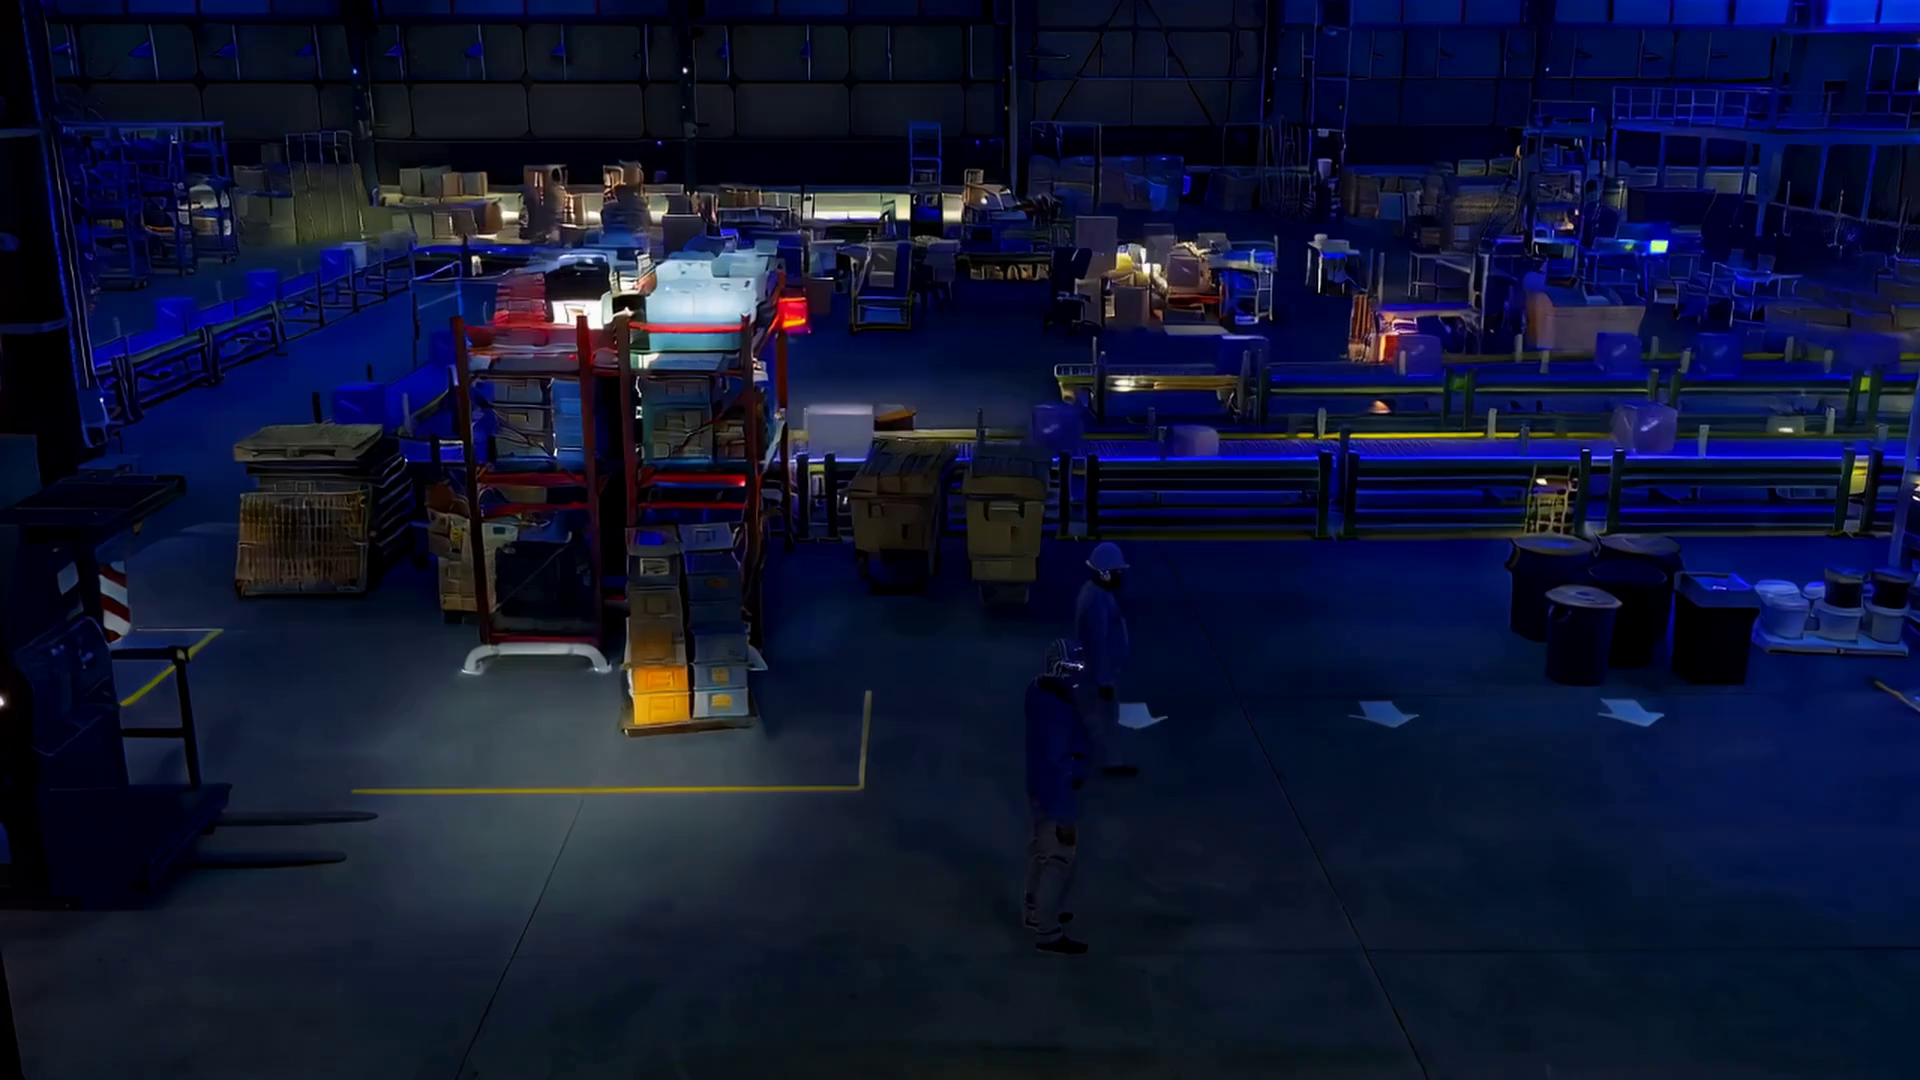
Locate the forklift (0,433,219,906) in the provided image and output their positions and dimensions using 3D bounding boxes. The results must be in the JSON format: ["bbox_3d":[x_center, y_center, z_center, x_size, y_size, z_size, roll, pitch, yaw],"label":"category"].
[{"bbox_3d":[-5.952,0.780,10.366,1.873,2.768,1.129,0,16,-1],"label":"forklift"}]

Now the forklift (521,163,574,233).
[{"bbox_3d":[-12.233,-10.122,49.298,1.157,1.987,2.680,0,16,-1],"label":"forklift"}]

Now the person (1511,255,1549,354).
[{"bbox_3d":[9.935,-4.039,28.974,0.546,1.840,0.453,-7,17,-22],"label":"person"}]

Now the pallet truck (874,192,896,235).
[{"bbox_3d":[-2.277,-9.986,50.594,0.653,1.274,1.630,0,16,-1],"label":"pallet truck"}]

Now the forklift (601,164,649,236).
[{"bbox_3d":[-9.948,-10.127,49.296,1.157,1.987,2.680,-1,16,-3],"label":"forklift"}]

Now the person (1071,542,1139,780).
[{"bbox_3d":[0.919,0.891,11.881,0.715,1.812,0.598,1,16,2],"label":"person"}]

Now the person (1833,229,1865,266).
[{"bbox_3d":[18.281,-5.527,34.283,0.555,1.745,0.551,11,19,34],"label":"person"}]

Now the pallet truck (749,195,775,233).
[{"bbox_3d":[-6.051,-9.967,50.660,0.680,1.201,1.601,0,16,-1],"label":"pallet truck"}]

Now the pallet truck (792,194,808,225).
[{"bbox_3d":[-4.814,-9.883,50.259,0.704,1.261,1.522,-1,16,-3],"label":"pallet truck"}]

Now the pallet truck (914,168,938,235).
[{"bbox_3d":[-0.989,-10.316,50.507,0.823,1.965,1.885,1,16,3],"label":"pallet truck"}]

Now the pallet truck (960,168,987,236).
[{"bbox_3d":[0.383,-10.230,50.206,0.823,1.965,1.885,-1,16,-3],"label":"pallet truck"}]

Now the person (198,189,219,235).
[{"bbox_3d":[-20.700,-8.919,45.972,0.586,1.824,0.404,4,17,14],"label":"person"}]

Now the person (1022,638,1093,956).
[{"bbox_3d":[0.572,1.475,9.689,0.402,1.905,0.657,-2,16,-6],"label":"person"}]
